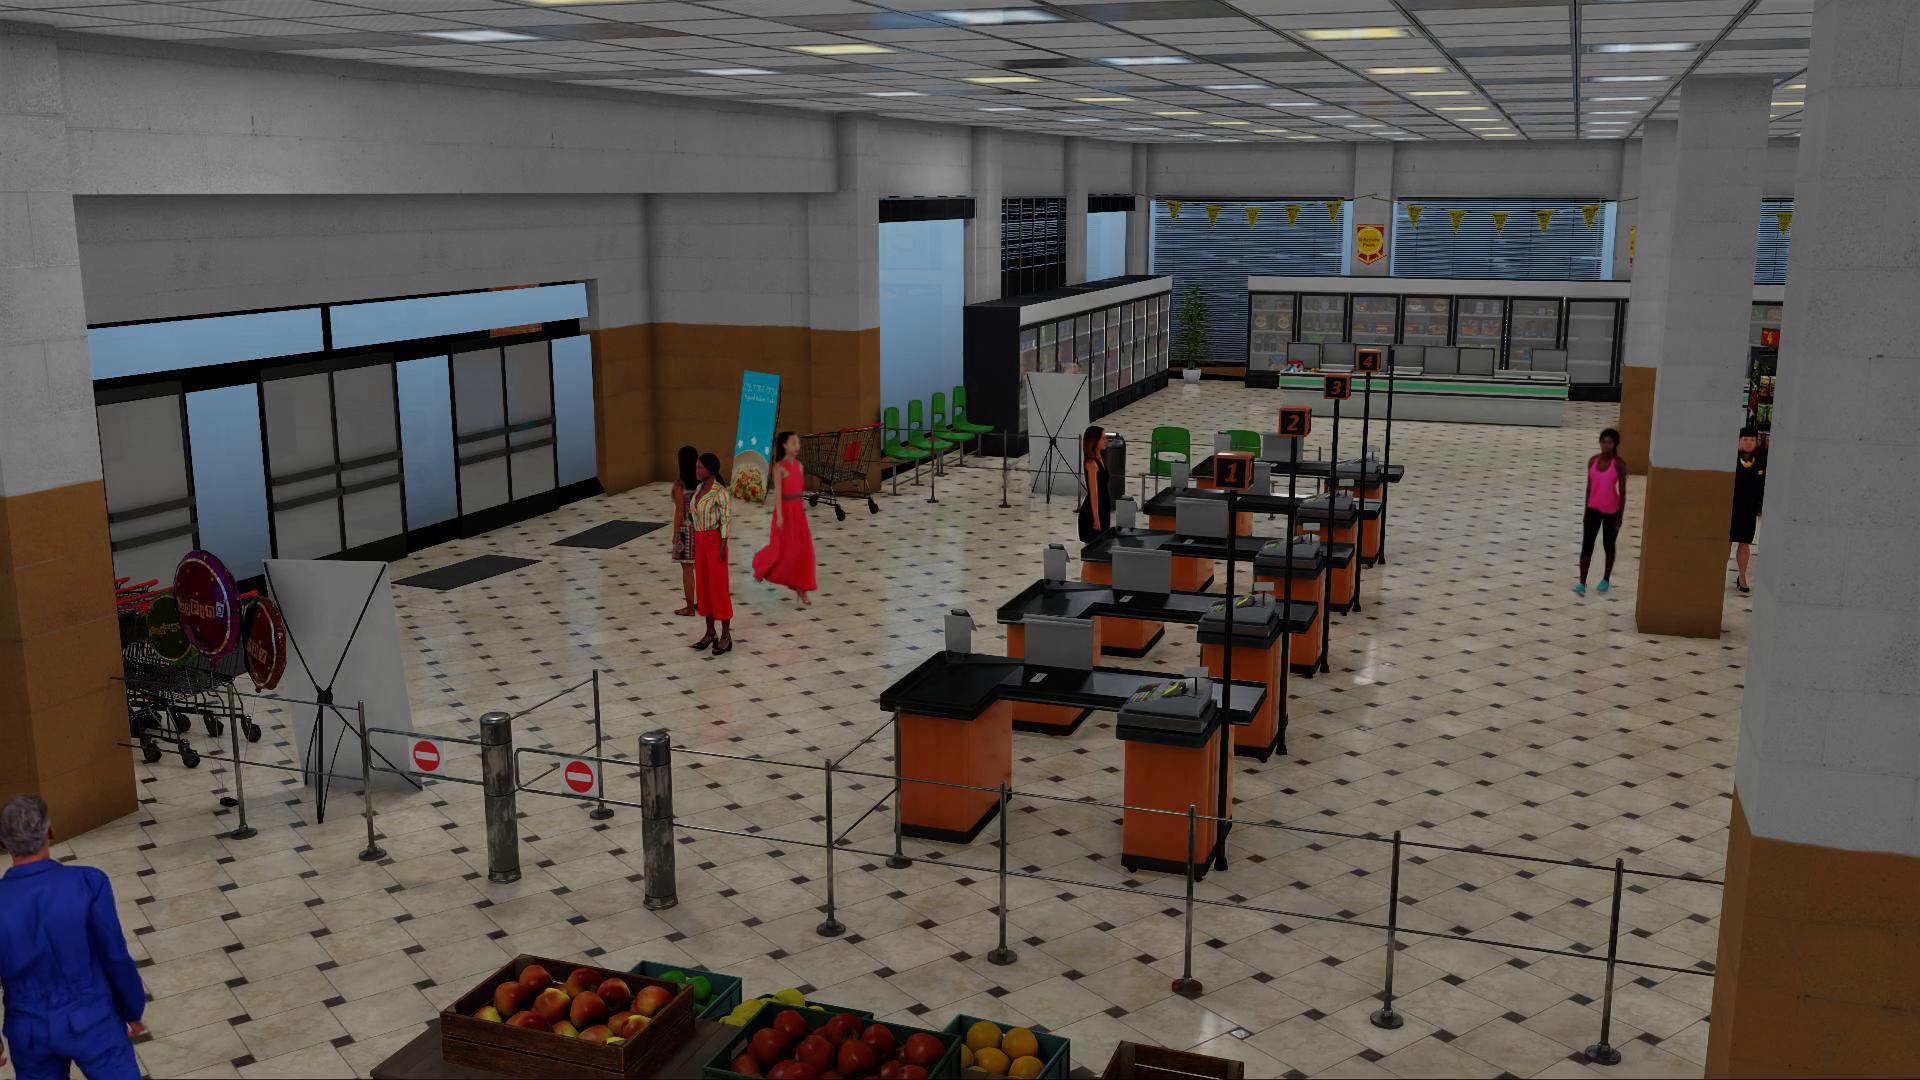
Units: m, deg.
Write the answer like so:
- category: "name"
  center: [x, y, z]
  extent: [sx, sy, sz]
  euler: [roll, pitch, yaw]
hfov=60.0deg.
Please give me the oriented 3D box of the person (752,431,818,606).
- category: "person"
  center: [-1.748, -0.215, 16.427]
  extent: [1.105, 1.705, 0.831]
  euler: [10, 15, 39]

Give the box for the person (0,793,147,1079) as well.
- category: "person"
  center: [-3.398, 1.863, 6.294]
  extent: [1.049, 1.814, 1.093]
  euler: [-4, 12, -17]

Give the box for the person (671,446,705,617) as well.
- category: "person"
  center: [-2.587, -0.097, 16.013]
  extent: [0.601, 1.645, 0.692]
  euler: [7, 14, 31]

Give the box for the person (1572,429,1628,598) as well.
- category: "person"
  center: [6.511, -0.267, 16.737]
  extent: [1.053, 1.680, 0.842]
  euler: [9, 15, 37]

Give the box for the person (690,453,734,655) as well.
- category: "person"
  center: [-2.186, 0.117, 14.641]
  extent: [0.592, 1.792, 0.727]
  euler: [11, 16, 41]

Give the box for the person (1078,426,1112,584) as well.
- category: "person"
  center: [1.291, -0.184, 15.965]
  extent: [0.582, 1.835, 0.617]
  euler: [2, 12, 9]

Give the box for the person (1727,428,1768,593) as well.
- category: "person"
  center: [7.952, -0.313, 16.967]
  extent: [0.589, 1.675, 0.772]
  euler: [3, 12, 14]
